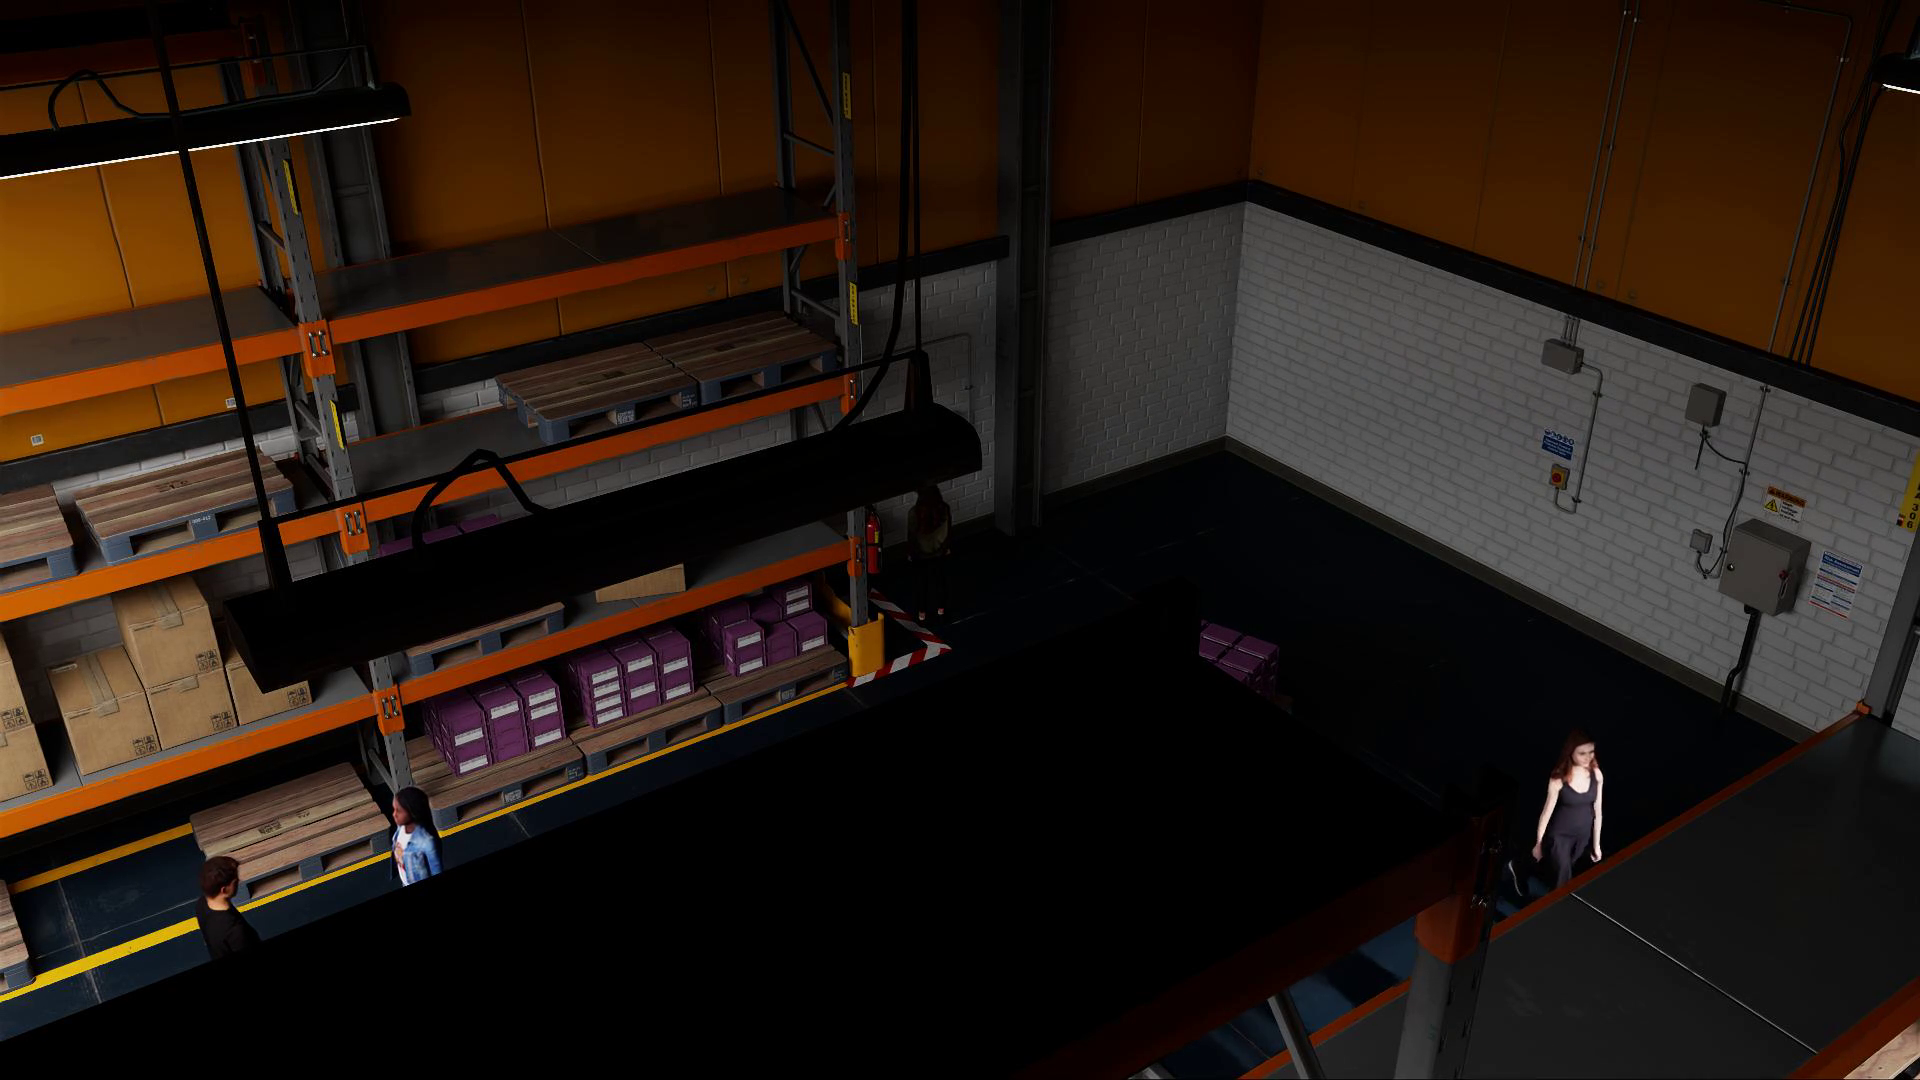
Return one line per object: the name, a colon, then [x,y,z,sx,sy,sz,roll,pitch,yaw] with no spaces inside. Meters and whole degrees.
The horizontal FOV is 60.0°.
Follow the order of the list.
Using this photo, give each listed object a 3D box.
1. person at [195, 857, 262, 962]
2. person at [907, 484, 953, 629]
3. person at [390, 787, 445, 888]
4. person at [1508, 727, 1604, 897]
person: [-4.251,2.644,9.846,0.739,1.858,0.675,22,36,35]
person: [-0.278,0.096,14.916,0.523,1.476,0.681,-11,30,-19]
person: [-3.401,2.292,10.643,0.570,1.712,0.645,-25,37,-38]
person: [4.044,1.955,11.255,1.106,1.718,0.863,-9,30,-16]
